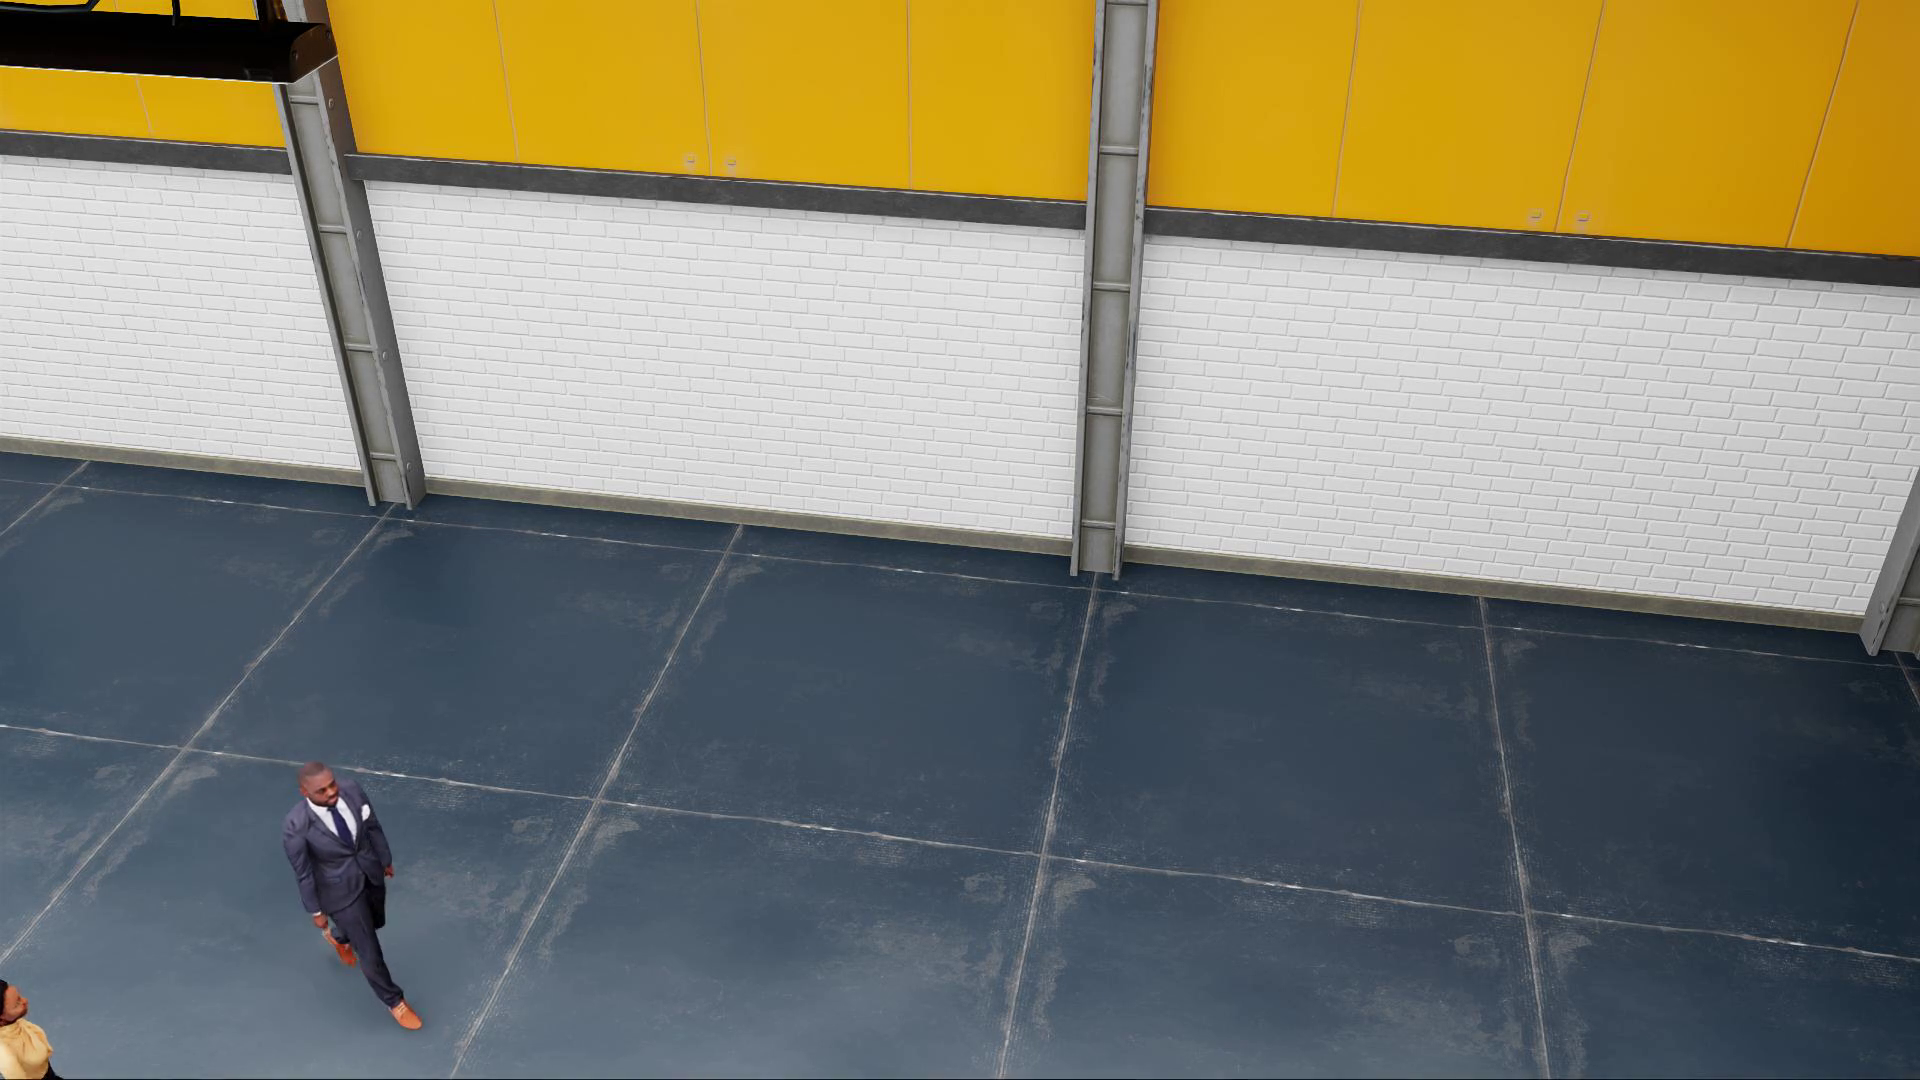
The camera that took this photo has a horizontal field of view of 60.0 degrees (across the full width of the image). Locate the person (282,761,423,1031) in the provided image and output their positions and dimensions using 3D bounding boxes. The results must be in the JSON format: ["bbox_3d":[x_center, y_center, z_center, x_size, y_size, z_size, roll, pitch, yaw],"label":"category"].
[{"bbox_3d":[-3.425,1.897,9.225,1.199,1.795,0.953,19,38,26],"label":"person"}]
